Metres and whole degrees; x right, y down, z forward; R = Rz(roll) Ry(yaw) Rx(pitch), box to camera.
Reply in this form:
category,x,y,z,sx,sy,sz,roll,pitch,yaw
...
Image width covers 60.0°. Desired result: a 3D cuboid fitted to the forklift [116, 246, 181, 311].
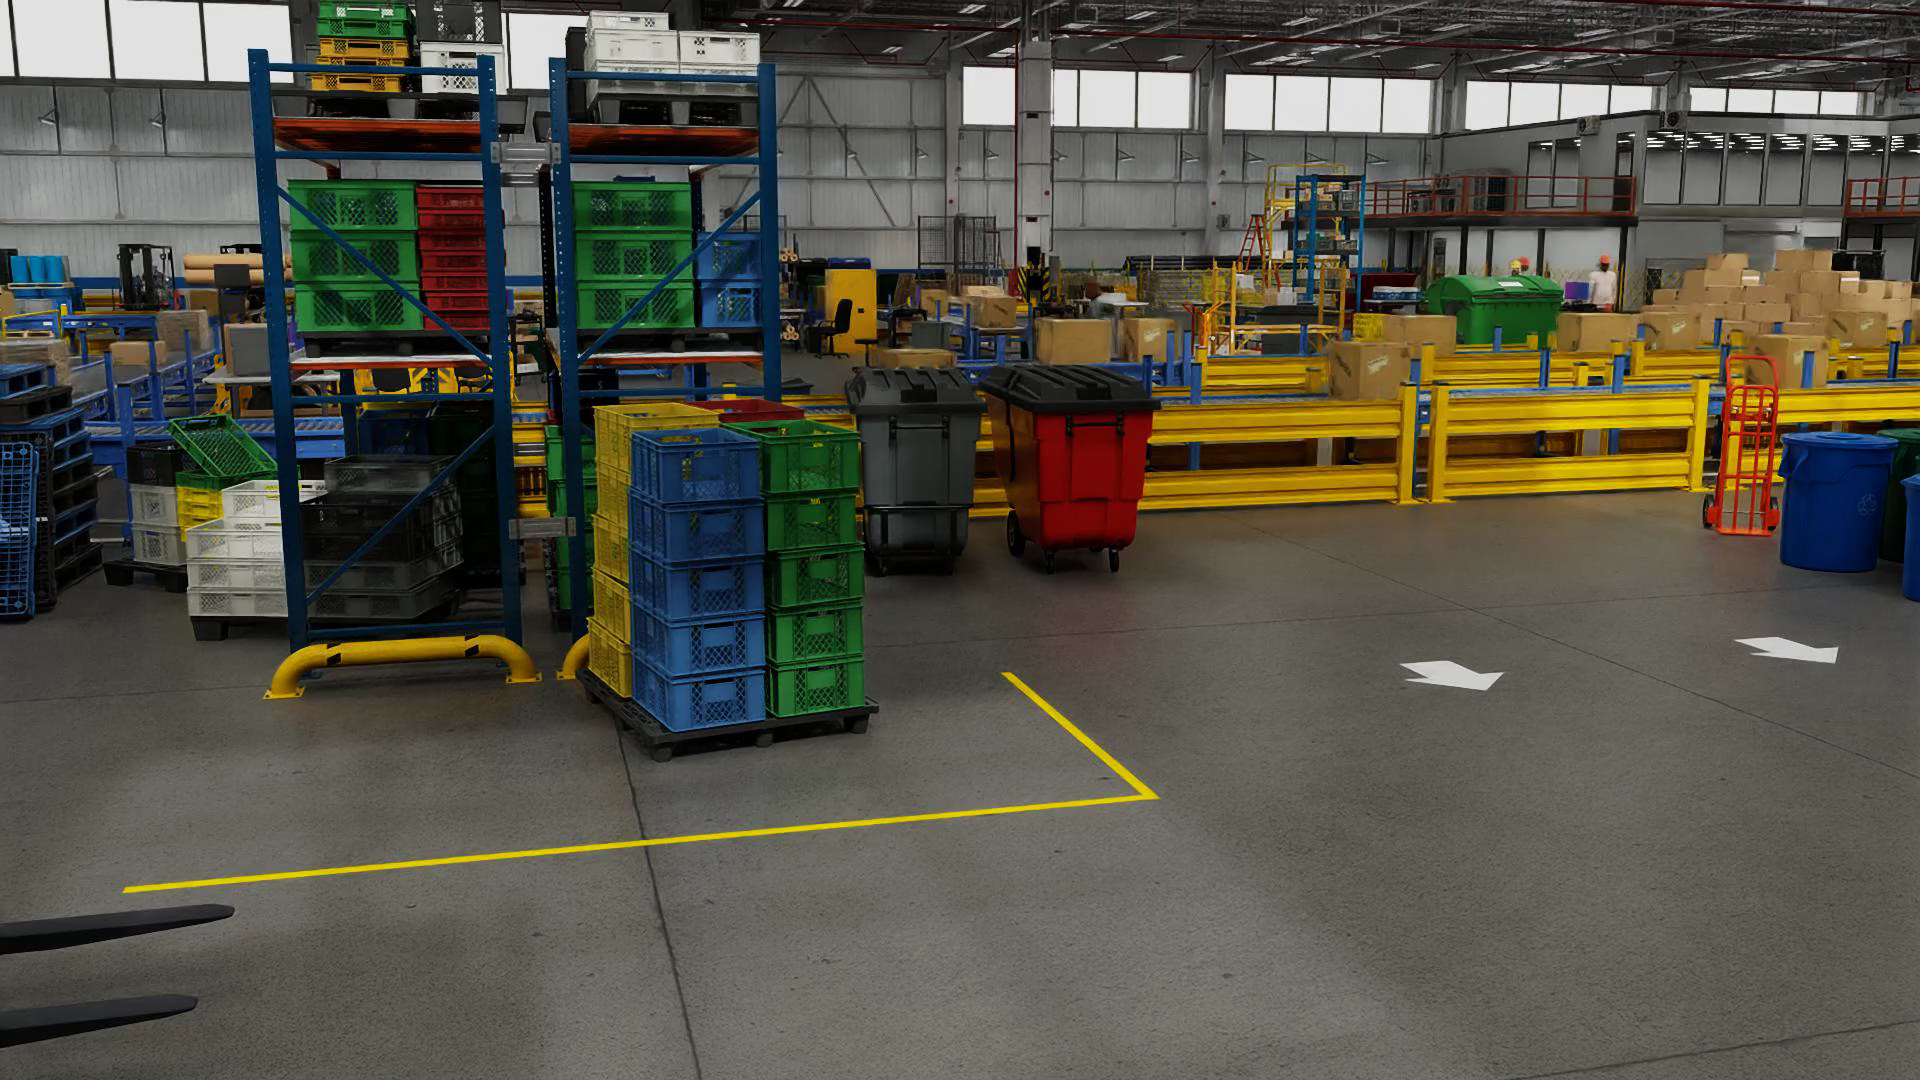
category,x,y,z,sx,sy,sz,roll,pitch,yaw
forklift,-19.966,-6.232,40.894,1.157,1.987,2.680,-3,10,-15

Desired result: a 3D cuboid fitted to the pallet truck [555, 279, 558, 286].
category,x,y,z,sx,sy,sz,roll,pitch,yaw
pallet truck,-10.604,-6.375,44.520,0.653,1.274,1.630,-3,10,-15

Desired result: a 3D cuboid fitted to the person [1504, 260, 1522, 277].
category,x,y,z,sx,sy,sz,roll,pitch,yaw
person,11.745,-5.011,35.291,0.588,1.835,0.403,5,11,28

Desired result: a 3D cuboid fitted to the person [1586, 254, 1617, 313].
category,x,y,z,sx,sy,sz,roll,pitch,yaw
person,13.374,-4.980,34.731,0.619,1.975,0.658,0,10,-1

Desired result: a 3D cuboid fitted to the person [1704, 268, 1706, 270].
category,x,y,z,sx,sy,sz,roll,pitch,yaw
person,15.268,-4.698,33.880,0.441,1.698,0.541,5,11,27

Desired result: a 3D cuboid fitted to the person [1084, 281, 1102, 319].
category,x,y,z,sx,sy,sz,roll,pitch,yaw
person,2.017,-3.014,24.594,0.640,1.611,0.509,2,10,10

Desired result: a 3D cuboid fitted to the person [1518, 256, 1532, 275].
category,x,y,z,sx,sy,sz,roll,pitch,yaw
person,12.211,-5.183,36.051,0.586,1.904,0.596,2,10,11

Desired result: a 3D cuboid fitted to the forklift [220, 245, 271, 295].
category,x,y,z,sx,sy,sz,roll,pitch,yaw
forklift,-17.749,-6.334,41.440,1.157,1.987,2.680,-3,10,-17
